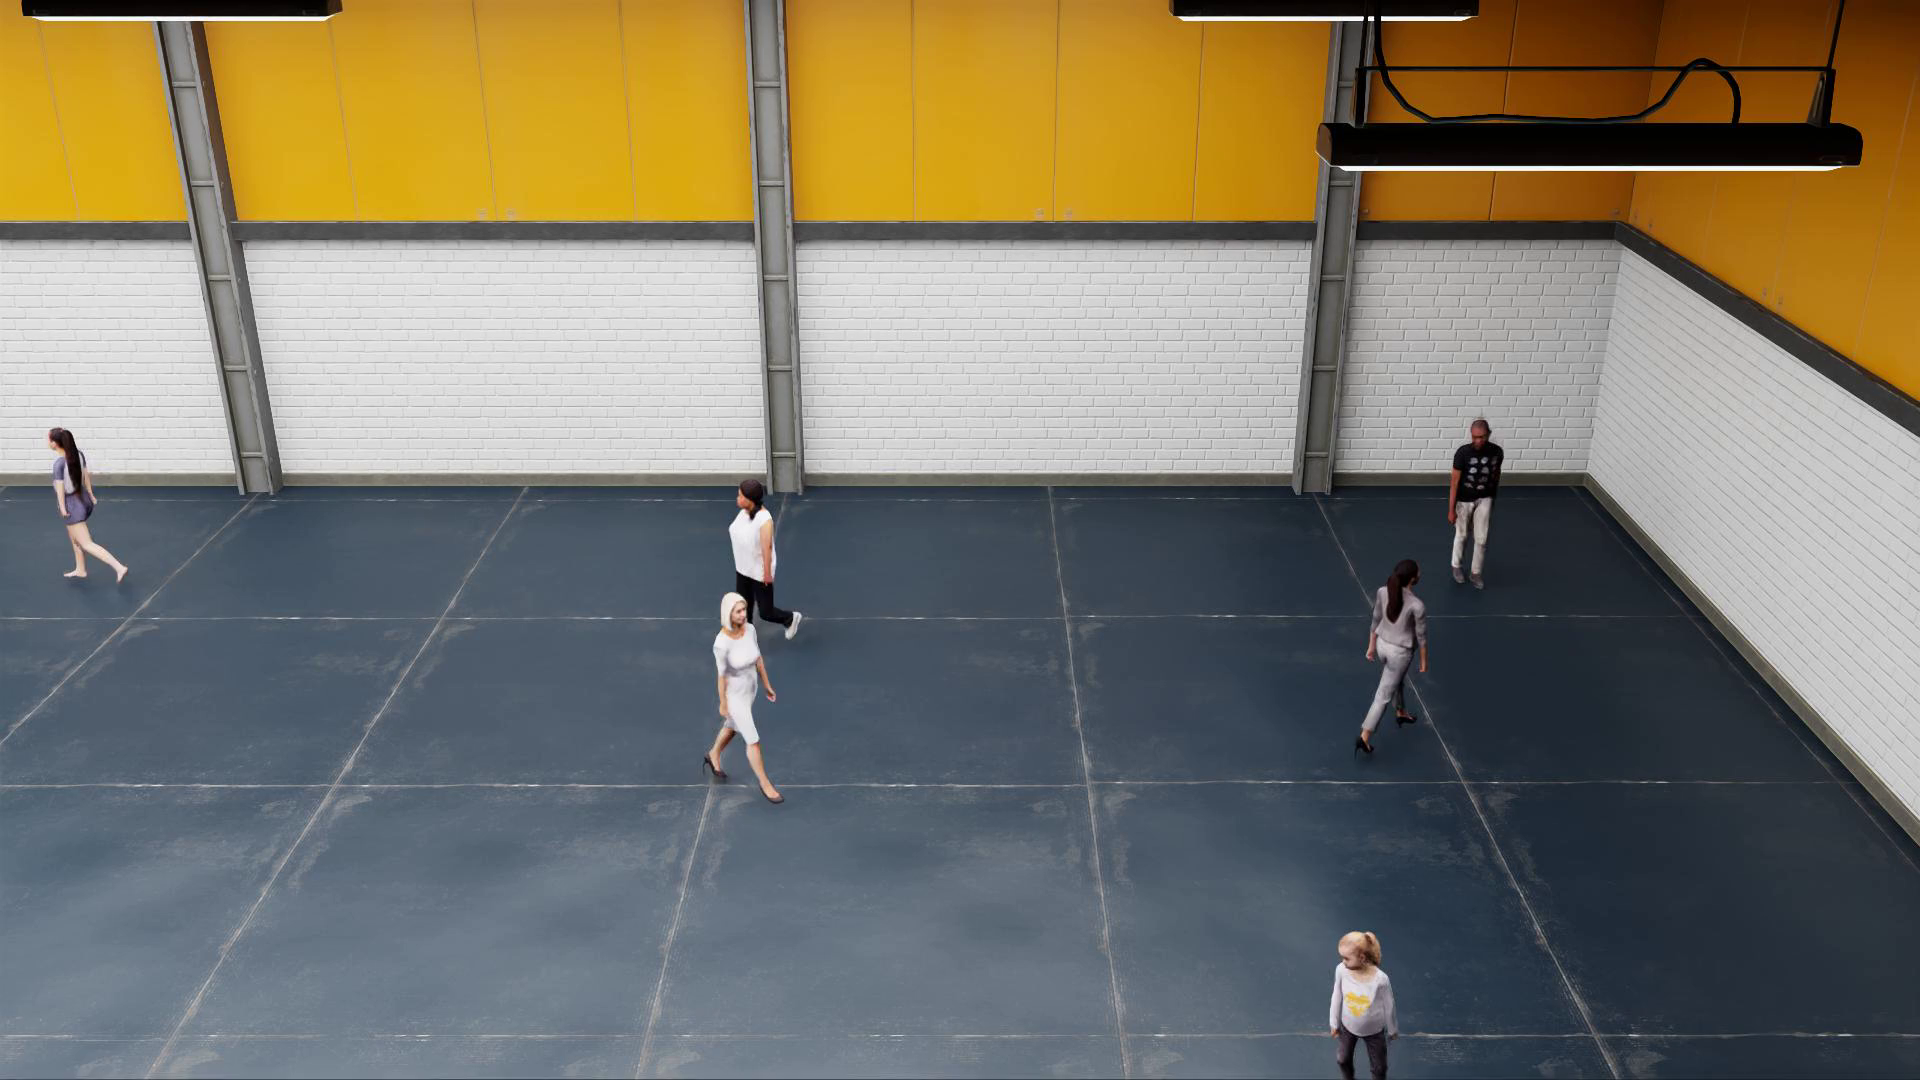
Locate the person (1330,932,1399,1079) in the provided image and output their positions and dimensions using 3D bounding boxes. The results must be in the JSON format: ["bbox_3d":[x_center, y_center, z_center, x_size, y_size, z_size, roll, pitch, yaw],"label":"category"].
[{"bbox_3d":[2.388,2.817,9.678,0.608,1.257,0.778,6,24,14],"label":"person"}]

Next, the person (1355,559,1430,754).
[{"bbox_3d":[3.452,0.979,13.418,1.191,1.630,1.057,-17,29,-34],"label":"person"}]

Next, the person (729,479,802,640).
[{"bbox_3d":[-1.817,0.230,15.079,1.032,1.670,0.891,-11,26,-24],"label":"person"}]

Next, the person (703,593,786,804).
[{"bbox_3d":[-1.766,1.182,12.853,1.149,1.709,0.929,13,27,27],"label":"person"}]

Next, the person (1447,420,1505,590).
[{"bbox_3d":[5.051,-0.387,16.374,0.699,1.764,0.730,-3,24,-6],"label":"person"}]

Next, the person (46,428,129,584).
[{"bbox_3d":[-8.613,-0.307,16.374,1.007,1.618,0.652,2,24,4],"label":"person"}]
